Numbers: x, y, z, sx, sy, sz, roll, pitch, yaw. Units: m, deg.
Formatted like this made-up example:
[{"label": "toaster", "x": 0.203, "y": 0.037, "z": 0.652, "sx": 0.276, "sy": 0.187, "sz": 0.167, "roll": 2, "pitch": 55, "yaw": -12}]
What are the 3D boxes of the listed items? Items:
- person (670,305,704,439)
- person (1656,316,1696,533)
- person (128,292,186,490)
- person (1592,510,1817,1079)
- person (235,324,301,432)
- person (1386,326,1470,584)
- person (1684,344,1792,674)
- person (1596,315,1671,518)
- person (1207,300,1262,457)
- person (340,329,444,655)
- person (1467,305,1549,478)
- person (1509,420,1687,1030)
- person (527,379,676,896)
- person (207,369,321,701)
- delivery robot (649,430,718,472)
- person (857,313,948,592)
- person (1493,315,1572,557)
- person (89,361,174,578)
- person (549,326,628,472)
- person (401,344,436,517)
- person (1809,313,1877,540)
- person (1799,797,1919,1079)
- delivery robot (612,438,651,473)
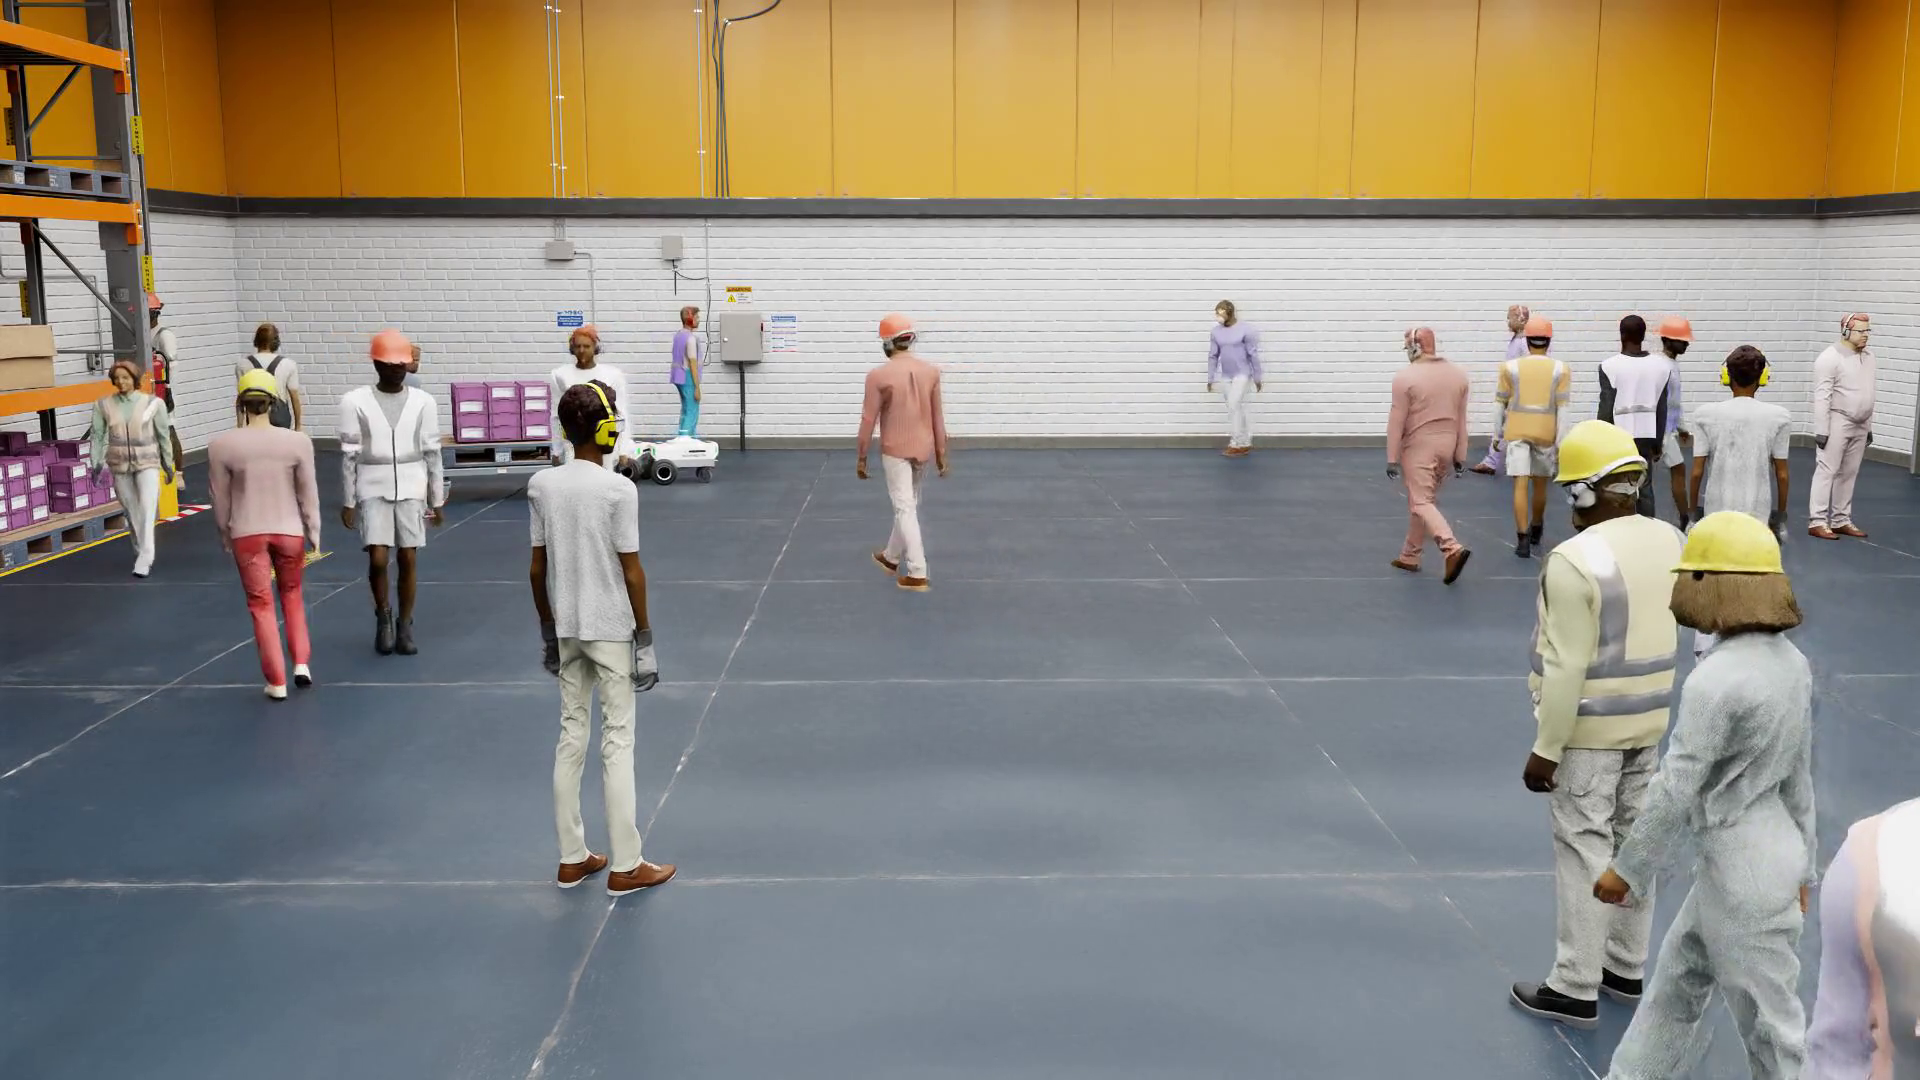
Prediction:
[{"label": "person", "x": -3.182, "y": -1.812, "z": 19.423, "sx": 0.376, "sy": 1.847, "sz": 0.567, "roll": -5, "pitch": 10, "yaw": -26}, {"label": "person", "x": 5.938, "y": -0.972, "z": 14.185, "sx": 1.009, "sy": 1.880, "sz": 0.542, "roll": 4, "pitch": 10, "yaw": 24}, {"label": "person", "x": -8.185, "y": -1.501, "z": 16.909, "sx": 0.611, "sy": 2.042, "sz": 0.396, "roll": 7, "pitch": 12, "yaw": 38}, {"label": "person", "x": 1.743, "y": 0.779, "z": 3.965, "sx": 0.855, "sy": 1.694, "sz": 0.482, "roll": 8, "pitch": 12, "yaw": 41}, {"label": "person", "x": -6.104, "y": -1.007, "z": 14.681, "sx": 0.549, "sy": 1.794, "sz": 0.988, "roll": -4, "pitch": 10, "yaw": -21}, {"label": "person", "x": 3.446, "y": -0.632, "z": 12.154, "sx": 0.644, "sy": 1.860, "sz": 0.935, "roll": -4, "pitch": 10, "yaw": -23}, {"label": "person", "x": 4.182, "y": -0.117, "z": 8.954, "sx": 0.509, "sy": 1.872, "sz": 0.328, "roll": 4, "pitch": 10, "yaw": 24}, {"label": "person", "x": 5.154, "y": -0.764, "z": 12.781, "sx": 0.596, "sy": 1.914, "sz": 0.370, "roll": -2, "pitch": 9, "yaw": -12}, {"label": "person", "x": 3.286, "y": -1.934, "z": 20.009, "sx": 0.793, "sy": 1.890, "sz": 0.647, "roll": -7, "pitch": 12, "yaw": -38}, {"label": "person", "x": -3.303, "y": -0.265, "z": 9.702, "sx": 0.578, "sy": 1.918, "sz": 0.434, "roll": -5, "pitch": 11, "yaw": -29}, {"label": "person", "x": 5.987, "y": -1.593, "z": 18.007, "sx": 0.954, "sy": 1.863, "sz": 0.651, "roll": 0, "pitch": 9, "yaw": 0}, {"label": "person", "x": 1.910, "y": 0.552, "z": 5.001, "sx": 0.587, "sy": 1.821, "sz": 0.404, "roll": -6, "pitch": 11, "yaw": -33}, {"label": "person", "x": -1.320, "y": 0.355, "z": 6.053, "sx": 0.521, "sy": 1.874, "sz": 0.328, "roll": 5, "pitch": 10, "yaw": 26}, {"label": "person", "x": -3.661, "y": -0.025, "z": 8.780, "sx": 0.521, "sy": 1.743, "sz": 0.467, "roll": -5, "pitch": 11, "yaw": -30}, {"label": "delivery robot", "x": -2.925, "y": -0.925, "z": 17.639, "sx": 0.707, "sy": 0.478, "sz": 0.477, "roll": -2, "pitch": 9, "yaw": -14}, {"label": "person", "x": -0.475, "y": -0.640, "z": 11.935, "sx": 0.626, "sy": 1.942, "sz": 0.996, "roll": -7, "pitch": 12, "yaw": -37}, {"label": "person", "x": 4.581, "y": -0.848, "z": 13.355, "sx": 0.559, "sy": 1.886, "sz": 0.974, "roll": 3, "pitch": 10, "yaw": 16}, {"label": "person", "x": -6.154, "y": -0.533, "z": 12.360, "sx": 0.543, "sy": 1.588, "sz": 0.876, "roll": -2, "pitch": 9, "yaw": -12}, {"label": "person", "x": -2.848, "y": -0.733, "z": 12.838, "sx": 0.592, "sy": 1.850, "sz": 0.937, "roll": -1, "pitch": 9, "yaw": -5}, {"label": "person", "x": -4.993, "y": -0.968, "z": 15.007, "sx": 0.508, "sy": 1.595, "sz": 0.524, "roll": 6, "pitch": 11, "yaw": 33}, {"label": "person", "x": 7.444, "y": -0.950, "z": 13.978, "sx": 0.640, "sy": 1.902, "sz": 0.402, "roll": -5, "pitch": 10, "yaw": -26}, {"label": "person", "x": 1.483, "y": 0.998, "z": 2.282, "sx": 0.636, "sy": 1.818, "sz": 0.589, "roll": 7, "pitch": 11, "yaw": 36}, {"label": "delivery robot", "x": -3.663, "y": -0.938, "z": 17.719, "sx": 0.707, "sy": 0.478, "sz": 0.477, "roll": 2, "pitch": 9, "yaw": 14}]
